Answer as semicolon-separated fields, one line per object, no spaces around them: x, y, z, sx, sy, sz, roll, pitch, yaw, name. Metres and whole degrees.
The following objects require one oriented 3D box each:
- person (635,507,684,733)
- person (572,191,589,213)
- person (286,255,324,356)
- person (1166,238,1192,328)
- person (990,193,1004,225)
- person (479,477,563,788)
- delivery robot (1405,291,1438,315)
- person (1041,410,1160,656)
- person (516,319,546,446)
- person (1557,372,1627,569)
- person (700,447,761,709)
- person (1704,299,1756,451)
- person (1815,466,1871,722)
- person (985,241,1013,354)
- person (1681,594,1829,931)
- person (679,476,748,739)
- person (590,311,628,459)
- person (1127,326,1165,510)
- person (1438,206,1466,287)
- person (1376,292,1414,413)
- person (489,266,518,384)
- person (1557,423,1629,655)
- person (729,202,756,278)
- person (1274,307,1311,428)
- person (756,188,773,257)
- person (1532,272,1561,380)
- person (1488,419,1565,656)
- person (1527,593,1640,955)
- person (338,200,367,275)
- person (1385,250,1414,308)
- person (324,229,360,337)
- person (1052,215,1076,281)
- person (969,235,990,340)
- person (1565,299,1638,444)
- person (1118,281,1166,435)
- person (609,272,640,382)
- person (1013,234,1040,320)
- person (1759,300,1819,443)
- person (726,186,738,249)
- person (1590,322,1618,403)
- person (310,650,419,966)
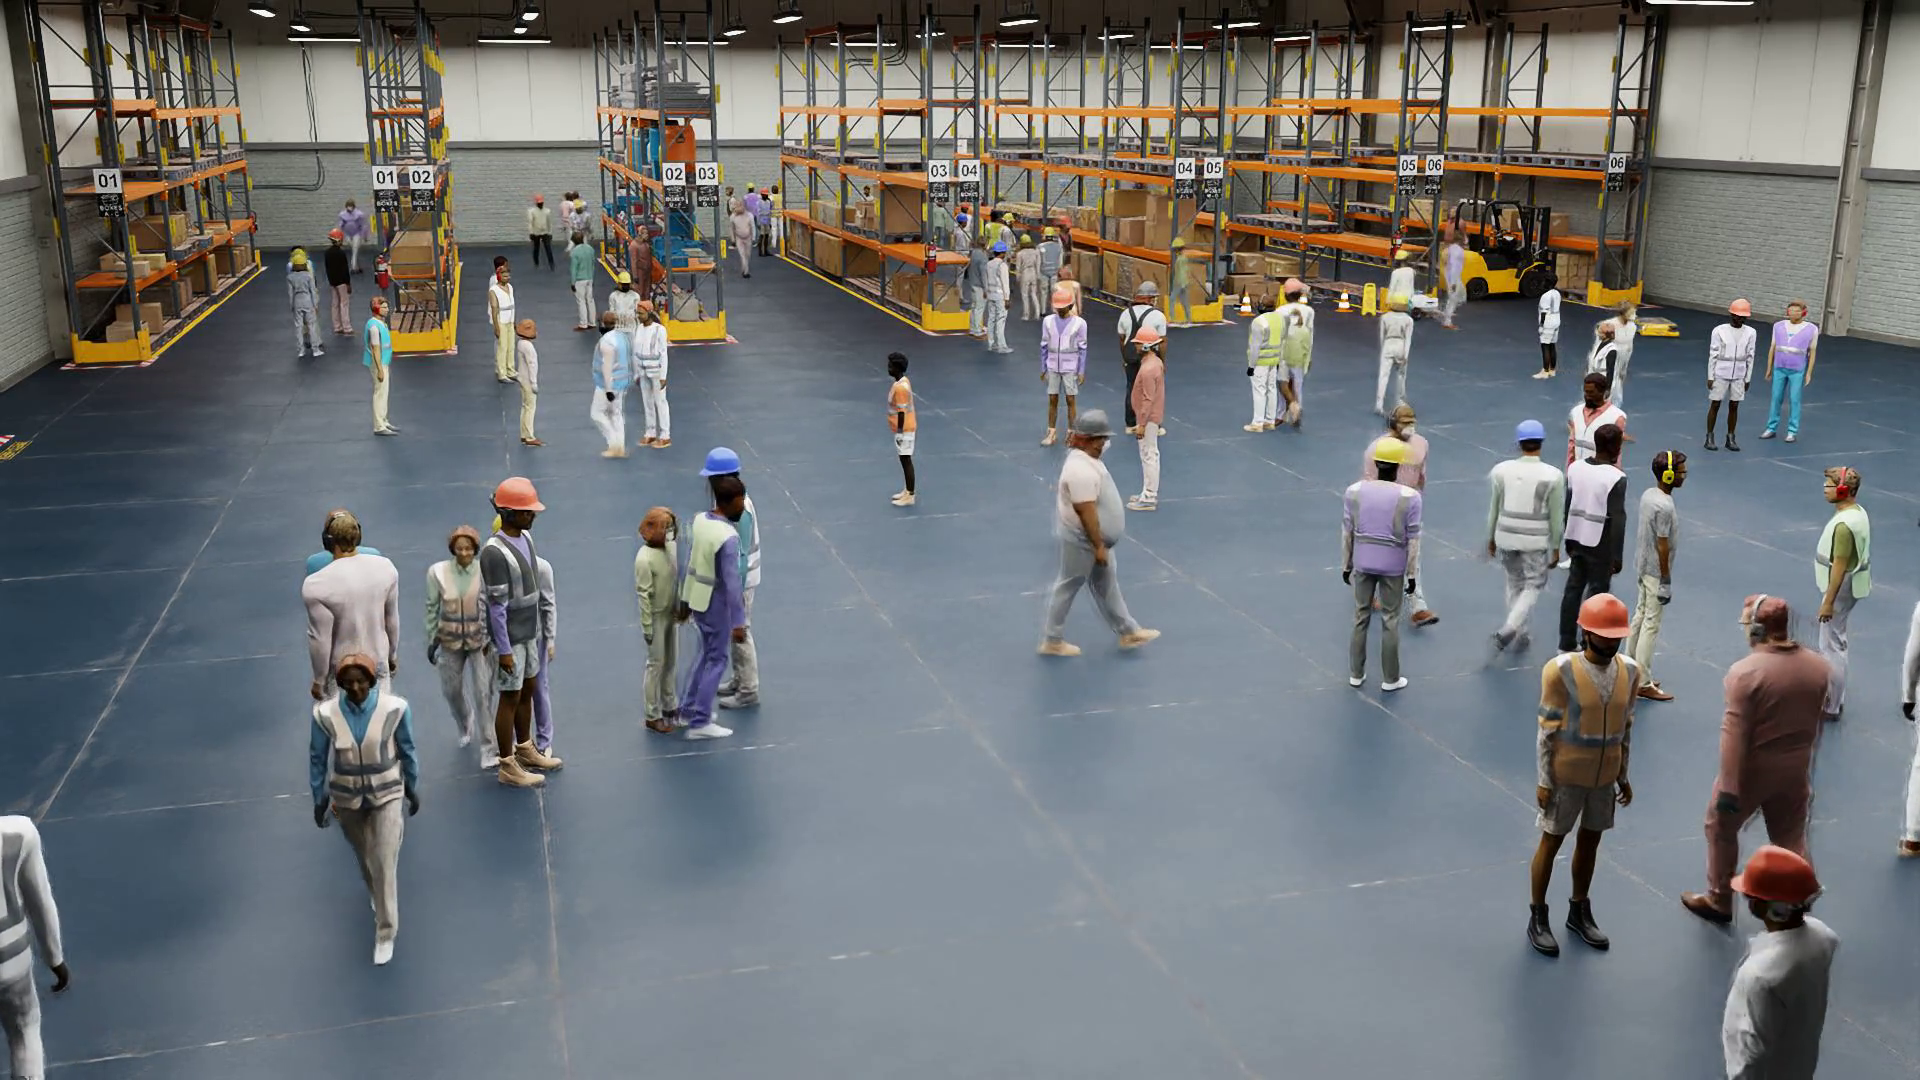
-2.086;0.552;11.663;0.294;1.623;0.507;5;16;17;person
-10.803;-8.971;47.109;0.641;1.824;0.488;-2;15;-8;person
-11.342;-4.054;28.762;0.485;1.745;0.296;0;15;-1;person
4.177;-4.959;32.182;0.754;1.740;0.530;3;15;12;person
1.174;-9.385;48.936;0.878;1.689;0.477;12;19;37;person
-2.831;0.591;10.730;0.405;2.035;0.606;2;15;6;person
9.290;-4.776;33.578;0.707;0.478;0.477;-5;16;-19;delivery robot
1.108;-0.053;13.137;0.961;2.000;0.691;4;15;16;person
-5.523;-2.019;21.336;0.281;1.625;0.493;-7;16;-24;person
5.916;-0.625;15.552;0.398;1.908;0.598;-8;17;-26;person
-1.659;0.270;12.127;0.418;1.937;0.617;-4;15;-16;person
9.718;-2.078;20.973;0.543;1.929;0.388;2;15;6;person
6.284;0.386;11.891;0.396;1.833;0.565;9;17;30;person
0.675;-4.239;29.067;0.386;1.948;0.601;-10;18;-33;person
4.180;1.198;8.758;0.717;1.864;0.806;-5;16;-18;person
-1.697;0.474;11.465;0.479;1.874;0.621;-7;17;-26;person
-4.330;-1.909;20.553;0.444;1.814;0.630;2;15;8;person
2.014;-1.315;17.973;0.379;1.996;0.610;4;15;14;person
11.533;-6.852;38.978;0.408;1.906;0.654;-4;15;-16;person
6.175;-2.677;23.663;0.485;1.701;0.884;7;17;26;person
-7.130;-3.360;25.989;0.408;1.831;0.574;4;15;14;person
4.965;0.030;13.064;0.372;1.914;0.596;-6;16;-22;person
-5.419;-7.496;41.547;0.628;1.843;0.890;-4;15;-13;person
4.479;-2.330;22.480;0.499;1.636;0.279;9;17;31;person
-5.485;-8.935;46.785;0.391;1.930;0.545;10;18;33;person
9.345;-3.401;26.414;0.322;1.690;0.532;12;19;39;person
4.443;0.011;13.171;0.628;1.909;0.668;14;20;41;person
3.239;1.203;8.604;0.542;1.939;0.365;-3;15;-11;person
-15.359;-7.648;42.051;0.655;1.876;1.004;0;15;-2;person
7.801;-4.296;29.667;0.551;1.746;0.608;-10;18;-34;person
-11.597;-4.810;31.124;0.611;1.996;0.378;11;18;35;person
2.128;-5.705;34.448;0.617;2.021;0.471;-12;19;-37;person
0.365;-4.650;30.659;0.368;1.931;0.627;-5;16;-18;person
8.399;-2.230;21.686;0.626;1.879;1.022;-12;19;-39;person
2.448;-2.402;21.974;0.683;2.000;0.536;11;18;35;person
-5.228;-3.328;26.053;0.487;1.738;0.320;-3;15;-11;person
1.340;-5.256;33.315;0.502;1.728;0.357;-9;17;-30;person
10.774;-2.200;21.587;0.376;1.844;0.571;-14;20;-41;person
-6.740;-9.516;49.144;0.336;1.838;0.513;-2;15;-9;person
8.123;-1.940;21.030;0.314;1.632;0.523;1;15;2;person
-3.124;1.327;8.778;0.525;1.605;0.822;-3;15;-10;person
